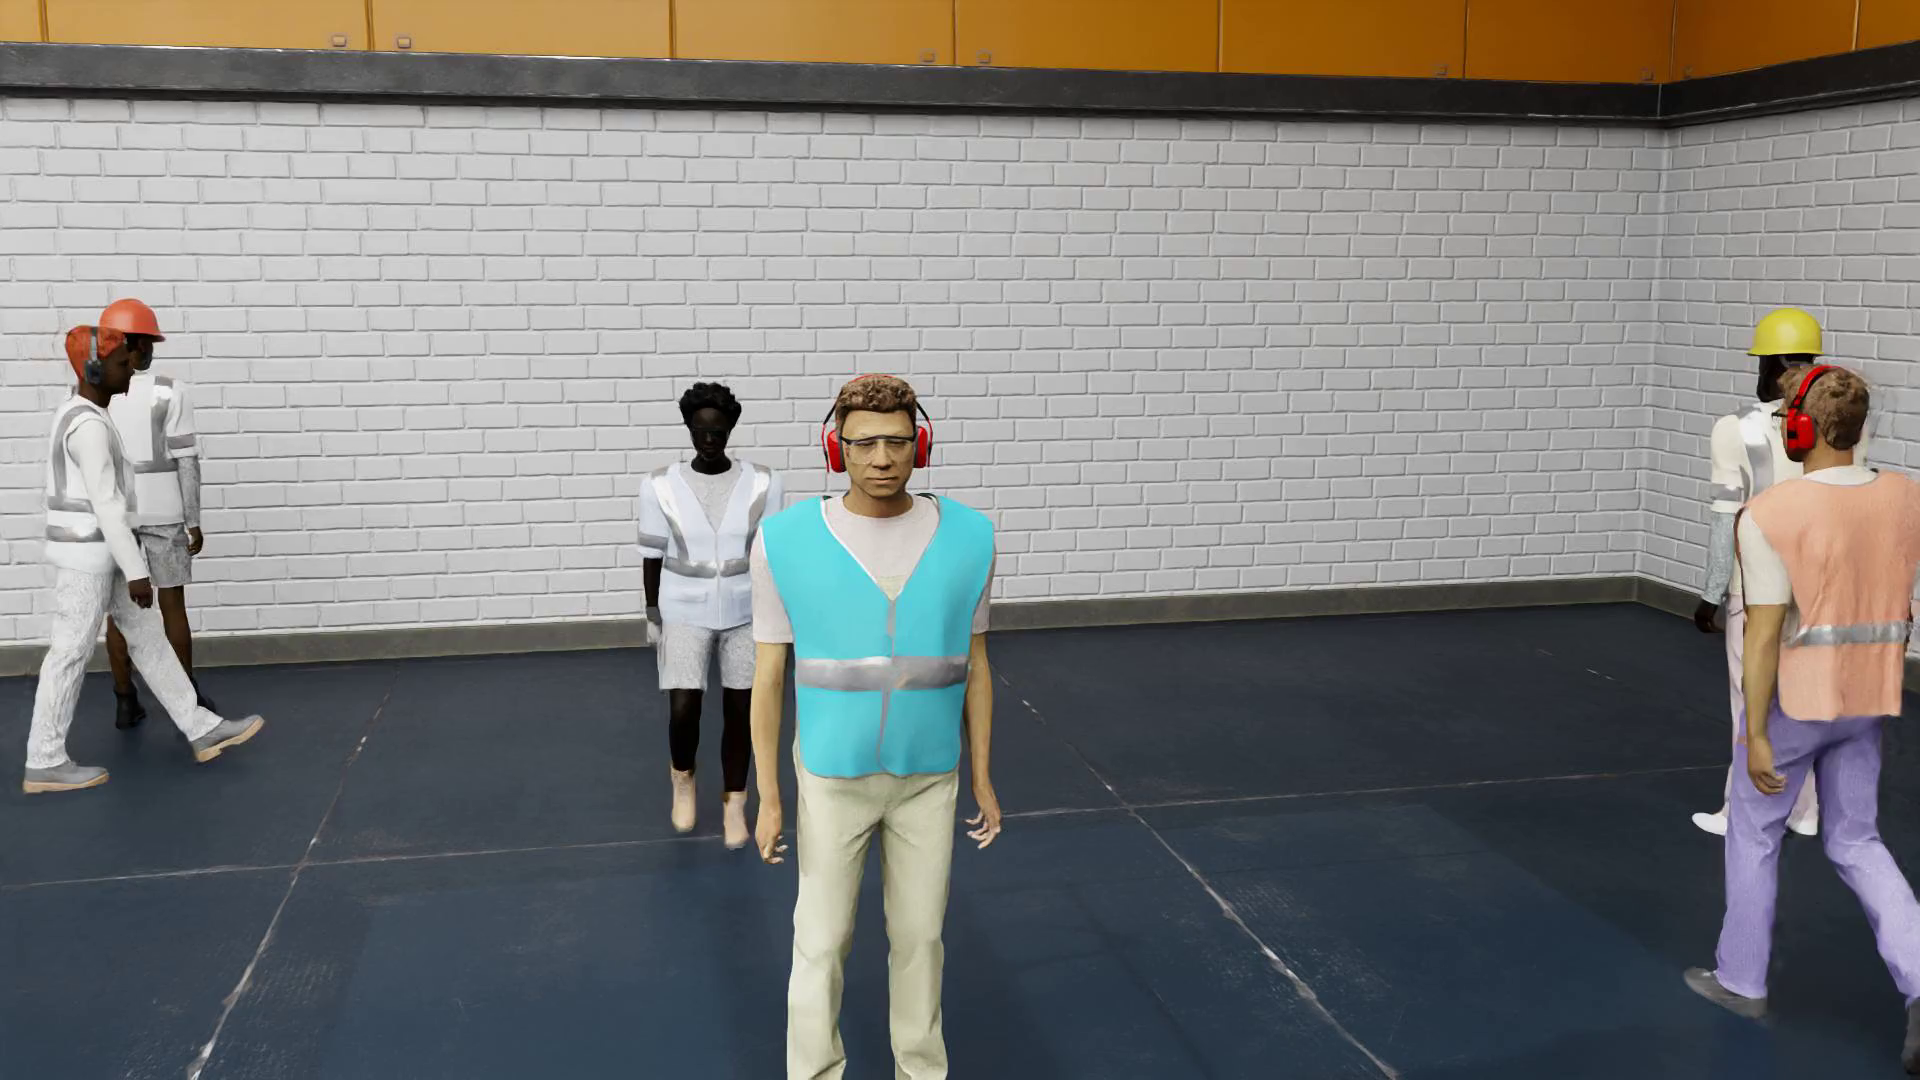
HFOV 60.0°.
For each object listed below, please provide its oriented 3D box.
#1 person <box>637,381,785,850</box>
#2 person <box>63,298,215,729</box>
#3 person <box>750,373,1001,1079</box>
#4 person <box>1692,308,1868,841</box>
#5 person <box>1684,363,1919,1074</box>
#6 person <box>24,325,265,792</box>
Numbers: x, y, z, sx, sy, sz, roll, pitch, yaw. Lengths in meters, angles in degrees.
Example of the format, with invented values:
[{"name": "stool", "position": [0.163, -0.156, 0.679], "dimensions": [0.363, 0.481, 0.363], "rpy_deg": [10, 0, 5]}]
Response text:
[{"name": "person", "position": [-0.864, 0.276, 5.895], "dimensions": [0.532, 1.684, 0.361], "rpy_deg": [-2, 10, -14]}, {"name": "person", "position": [-3.698, -0.114, 7.505], "dimensions": [0.547, 1.930, 0.382], "rpy_deg": [-2, 9, -10]}, {"name": "person", "position": [-0.193, 0.539, 3.784], "dimensions": [0.569, 1.843, 0.374], "rpy_deg": [-3, 10, -17]}, {"name": "person", "position": [2.919, 0.138, 5.981], "dimensions": [0.590, 1.926, 0.388], "rpy_deg": [-2, 9, -10]}, {"name": "person", "position": [2.283, 0.458, 4.332], "dimensions": [0.559, 1.828, 0.760], "rpy_deg": [-2, 10, -12]}, {"name": "person", "position": [-3.335, 0.070, 6.666], "dimensions": [0.960, 1.834, 0.600], "rpy_deg": [-5, 10, -26]}]
